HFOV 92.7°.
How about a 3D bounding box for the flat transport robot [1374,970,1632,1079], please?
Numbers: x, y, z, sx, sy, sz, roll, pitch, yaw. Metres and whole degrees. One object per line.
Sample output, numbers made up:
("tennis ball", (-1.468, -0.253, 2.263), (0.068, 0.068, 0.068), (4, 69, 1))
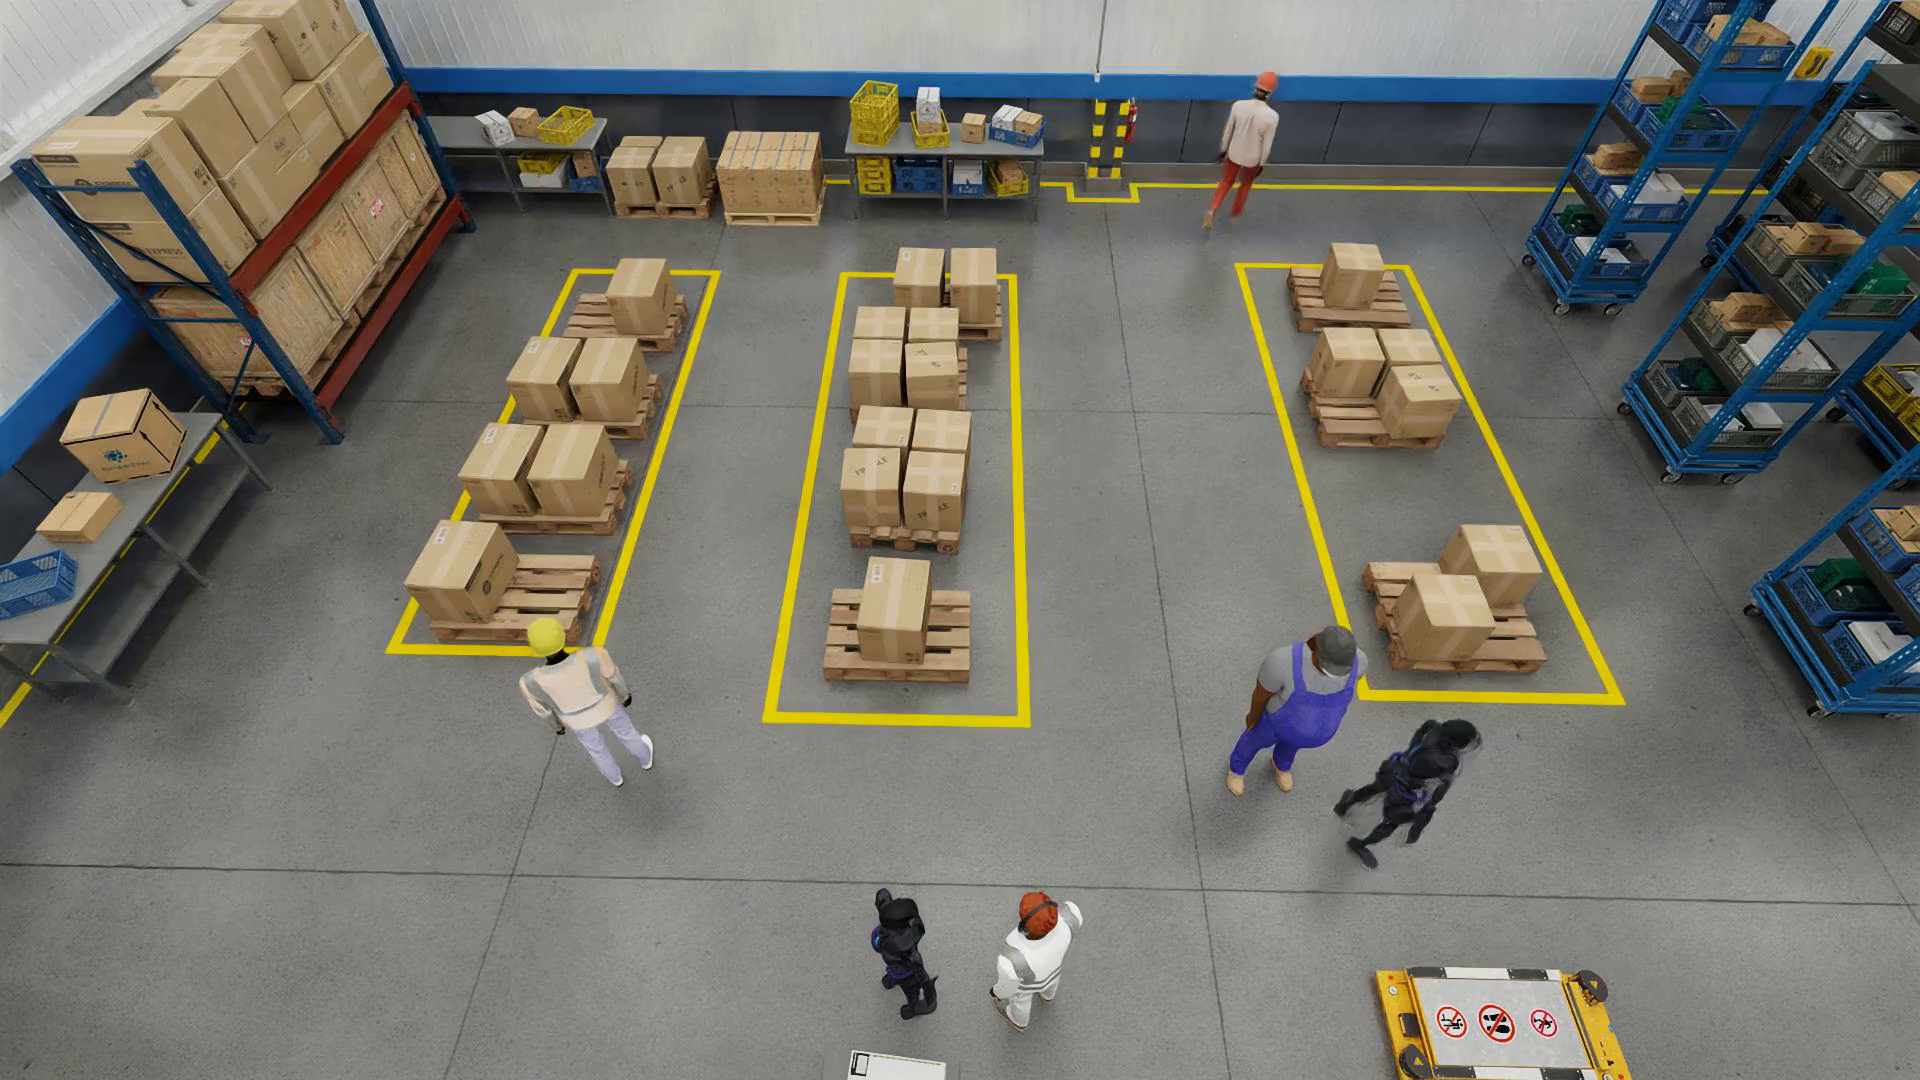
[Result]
("flat transport robot", (3.501, 3.133, 5.914), (1.431, 0.197, 0.652), (1, 51, 1))

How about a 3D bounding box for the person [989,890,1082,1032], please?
("person", (0.423, 2.494, 5.410), (0.583, 1.882, 0.337), (-32, 58, -23))

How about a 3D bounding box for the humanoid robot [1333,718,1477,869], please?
("humanoid robot", (3.044, 1.663, 6.217), (0.488, 1.630, 0.718), (5, 51, 4))

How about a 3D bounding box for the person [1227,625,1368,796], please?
("person", (2.343, 1.224, 6.346), (0.687, 2.000, 0.536), (-3, 51, -2))

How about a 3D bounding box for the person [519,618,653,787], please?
("person", (-2.627, 1.167, 6.465), (0.587, 1.927, 0.384), (-24, 55, -18))

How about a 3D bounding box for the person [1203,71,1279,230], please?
("person", (3.479, -4.720, 11.250), (0.631, 1.952, 0.802), (28, 56, 21))

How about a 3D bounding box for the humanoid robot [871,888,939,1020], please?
("humanoid robot", (-0.338, 2.489, 5.539), (0.308, 1.657, 0.613), (-25, 55, -19))
